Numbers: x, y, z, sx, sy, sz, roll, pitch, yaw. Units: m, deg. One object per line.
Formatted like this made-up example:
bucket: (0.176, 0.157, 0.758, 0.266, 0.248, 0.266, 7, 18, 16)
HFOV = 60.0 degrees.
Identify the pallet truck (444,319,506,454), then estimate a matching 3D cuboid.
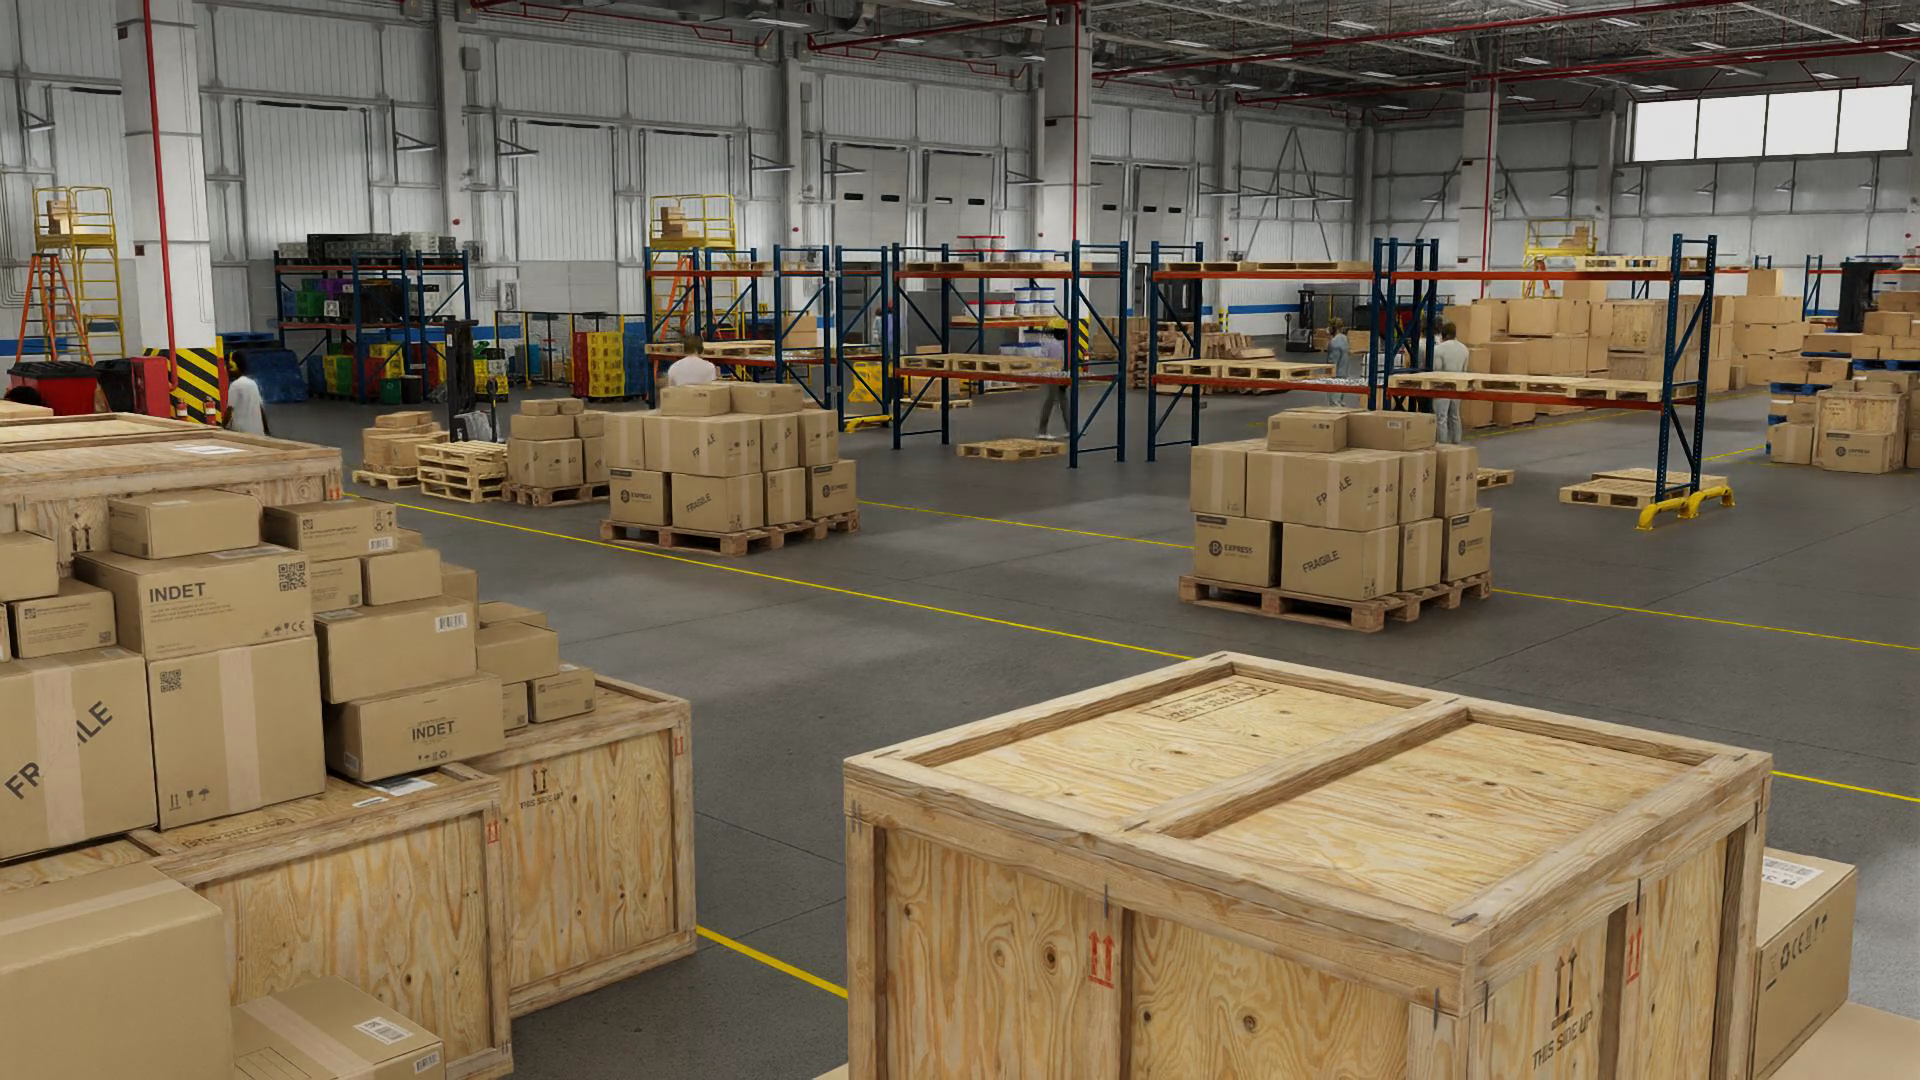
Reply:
pallet truck: (-6.981, -1.942, 22.150, 1.885, 1.965, 0.823, 1, 9, 9)

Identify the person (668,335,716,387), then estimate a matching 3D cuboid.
person: (-3.112, -1.451, 19.529, 0.632, 1.874, 1.037, 3, 10, 17)

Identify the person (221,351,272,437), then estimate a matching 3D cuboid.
person: (-7.488, -1.089, 17.543, 1.033, 1.808, 0.495, -1, 9, -6)

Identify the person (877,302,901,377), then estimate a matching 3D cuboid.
person: (-1.666, -4.674, 39.258, 0.565, 1.901, 0.716, 0, 9, -2)

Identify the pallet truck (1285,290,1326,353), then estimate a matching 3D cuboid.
pallet truck: (11.297, -6.951, 52.861, 1.885, 1.965, 0.823, -5, 11, -29)

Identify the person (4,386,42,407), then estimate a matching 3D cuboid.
person: (-6.128, -0.083, 11.070, 0.559, 1.890, 0.618, -1, 9, -7)

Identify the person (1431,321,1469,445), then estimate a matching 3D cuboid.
person: (6.799, -2.073, 23.183, 0.623, 1.932, 0.367, -5, 11, -29)

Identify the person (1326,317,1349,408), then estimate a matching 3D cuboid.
person: (5.762, -2.447, 25.475, 0.367, 1.932, 0.623, 4, 10, 23)

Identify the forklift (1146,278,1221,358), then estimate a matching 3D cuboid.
forklift: (6.364, -6.425, 46.939, 1.873, 2.768, 1.129, 9, 13, 43)

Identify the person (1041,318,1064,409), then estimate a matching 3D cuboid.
person: (1.754, -3.319, 31.404, 0.487, 1.736, 0.322, -4, 10, -25)

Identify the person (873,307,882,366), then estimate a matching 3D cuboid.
person: (-2.166, -5.387, 44.404, 0.314, 1.632, 0.521, -1, 9, -7)

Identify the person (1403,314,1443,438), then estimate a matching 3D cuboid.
person: (6.867, -2.376, 24.680, 0.697, 2.000, 1.012, -6, 11, -33)

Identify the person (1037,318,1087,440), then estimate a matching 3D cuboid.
person: (1.606, -2.489, 25.797, 0.887, 1.888, 0.620, 1, 9, 4)

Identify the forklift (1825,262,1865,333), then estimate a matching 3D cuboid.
forklift: (22.832, -5.741, 42.744, 1.873, 2.768, 1.129, 9, 13, 42)
